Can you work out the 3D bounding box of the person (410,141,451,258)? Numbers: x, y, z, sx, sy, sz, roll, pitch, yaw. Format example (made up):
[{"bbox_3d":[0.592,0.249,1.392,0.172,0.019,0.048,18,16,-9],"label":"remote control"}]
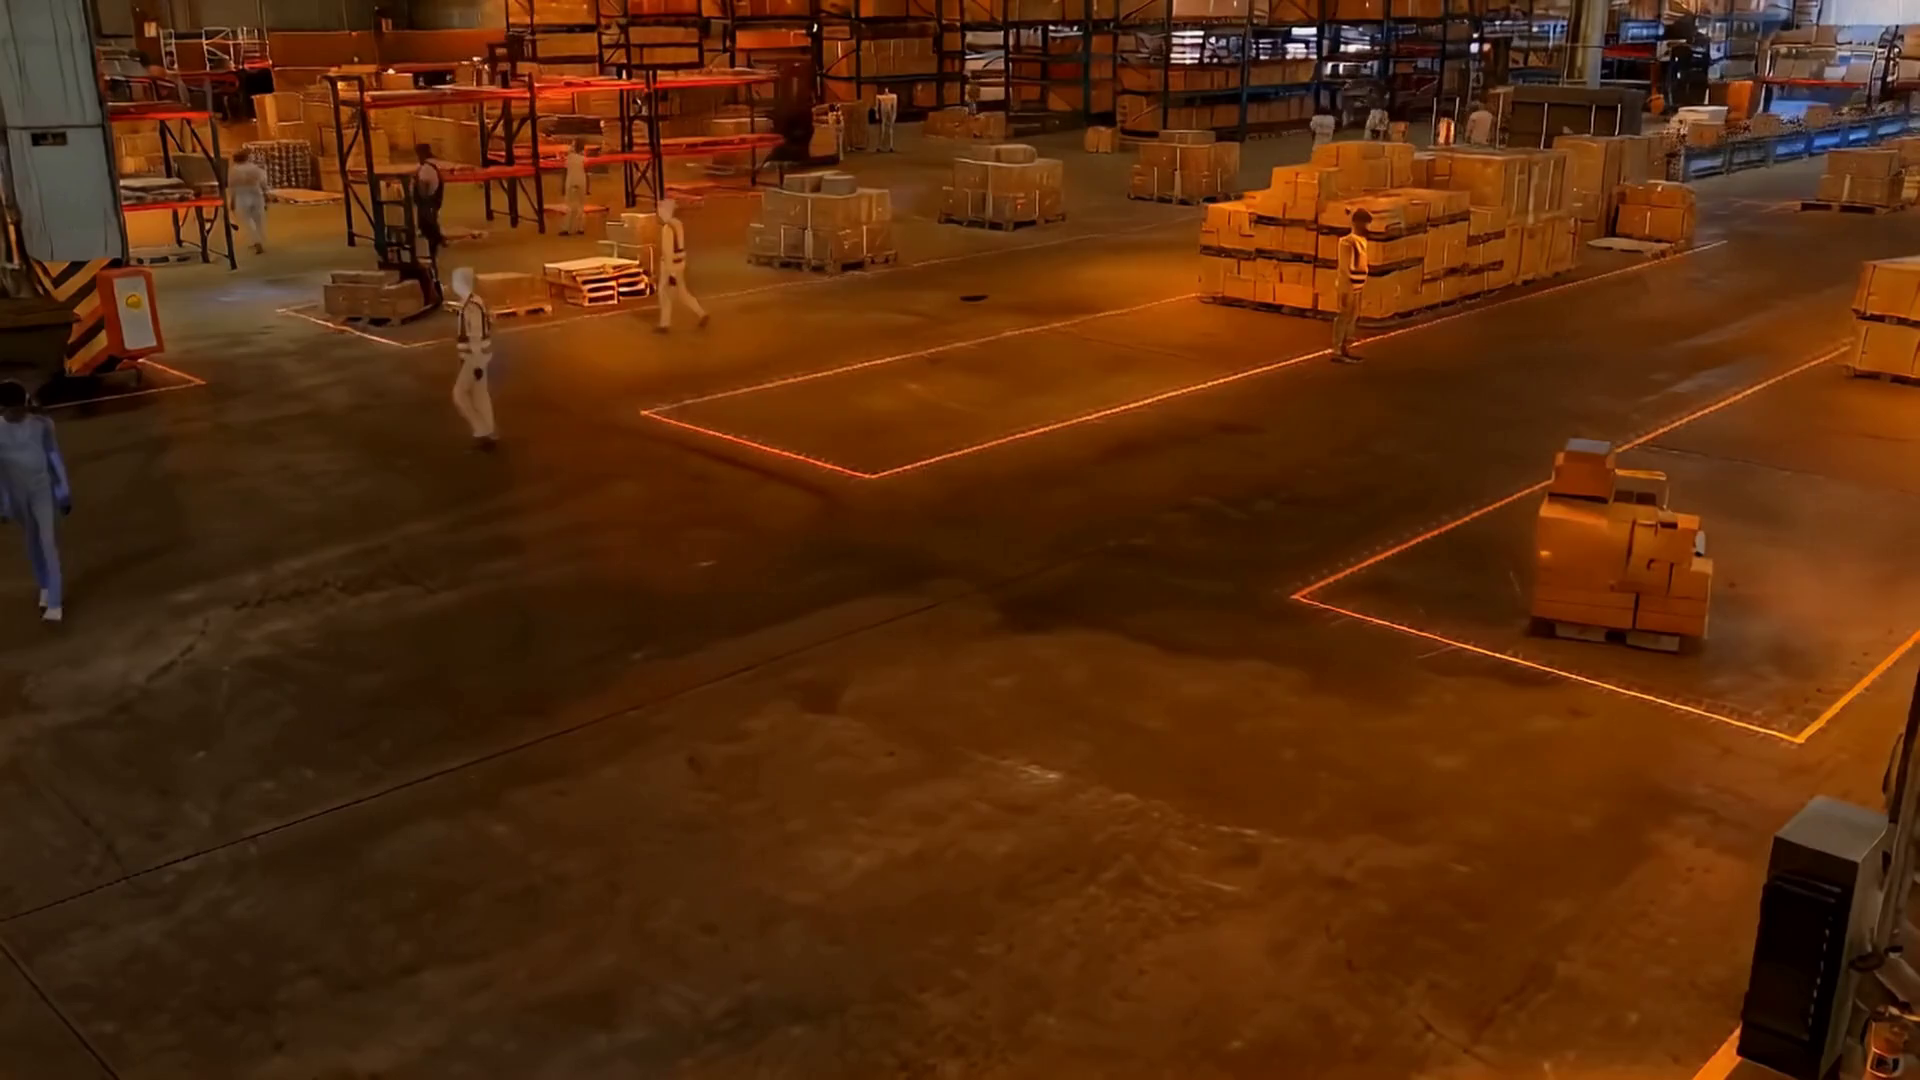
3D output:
[{"bbox_3d":[-9.237,-5.881,28.812,0.536,2.000,0.706,-2,18,-7],"label":"person"}]

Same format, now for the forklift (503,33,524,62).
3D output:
[{"bbox_3d":[-17.818,-18.864,66.617,1.129,2.768,1.873,17,25,41],"label":"forklift"}]

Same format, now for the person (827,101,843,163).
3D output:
[{"bbox_3d":[-3.370,-10.988,44.826,0.522,1.638,0.309,-15,24,-38],"label":"person"}]

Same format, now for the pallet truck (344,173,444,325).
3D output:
[{"bbox_3d":[-8.209,-4.181,23.757,0.823,1.965,1.885,3,19,9],"label":"pallet truck"}]

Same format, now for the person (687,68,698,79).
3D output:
[{"bbox_3d":[-10.246,-17.262,63.749,0.538,1.620,0.390,10,21,28],"label":"person"}]

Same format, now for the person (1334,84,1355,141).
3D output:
[{"bbox_3d":[11.947,-13.210,51.390,0.900,1.726,0.541,-9,21,-26],"label":"person"}]

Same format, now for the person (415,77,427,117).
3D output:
[{"bbox_3d":[-18.199,-14.842,56.360,0.511,1.679,0.542,10,21,27],"label":"person"}]

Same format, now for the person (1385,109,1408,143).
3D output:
[{"bbox_3d":[10.815,-9.842,41.323,0.538,1.677,0.686,6,19,17],"label":"person"}]

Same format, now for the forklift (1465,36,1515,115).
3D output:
[{"bbox_3d":[19.973,-17.201,61.605,1.873,2.768,1.129,16,24,40],"label":"forklift"}]

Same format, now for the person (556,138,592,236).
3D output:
[{"bbox_3d":[-7.363,-6.716,31.670,0.699,1.825,0.381,-6,19,-18],"label":"person"}]

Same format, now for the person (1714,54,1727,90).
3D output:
[{"bbox_3d":[33.890,-20.785,74.210,0.880,1.725,0.535,-14,23,-37],"label":"person"}]

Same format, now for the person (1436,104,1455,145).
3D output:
[{"bbox_3d":[11.543,-9.406,39.625,0.370,1.916,0.597,2,18,6],"label":"person"}]

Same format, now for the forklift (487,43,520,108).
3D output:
[{"bbox_3d":[-14.866,-14.828,54.456,1.873,2.768,1.129,17,25,41],"label":"forklift"}]

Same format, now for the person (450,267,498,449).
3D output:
[{"bbox_3d":[-4.989,-1.836,16.892,0.491,1.867,0.615,-5,19,-15],"label":"person"}]

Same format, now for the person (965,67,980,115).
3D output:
[{"bbox_3d":[0.413,-15.462,57.861,0.635,1.922,0.756,6,19,17],"label":"person"}]

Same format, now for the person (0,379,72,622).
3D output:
[{"bbox_3d":[-6.911,-0.286,12.306,0.520,1.816,0.954,-6,19,-17],"label":"person"}]

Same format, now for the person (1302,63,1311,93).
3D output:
[{"bbox_3d":[14.198,-18.700,68.069,0.276,1.633,0.507,16,24,39],"label":"person"}]

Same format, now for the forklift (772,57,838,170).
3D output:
[{"bbox_3d":[-4.225,-11.159,43.403,1.129,2.768,1.873,17,25,41],"label":"forklift"}]

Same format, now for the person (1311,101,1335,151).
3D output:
[{"bbox_3d":[8.768,-9.612,40.193,0.629,1.945,0.425,-4,19,-13],"label":"person"}]

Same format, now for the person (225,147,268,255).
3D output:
[{"bbox_3d":[-12.617,-5.996,29.427,0.617,1.870,0.990,-16,24,-40],"label":"person"}]

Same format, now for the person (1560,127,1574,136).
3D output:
[{"bbox_3d":[11.934,-7.189,32.942,0.575,1.915,0.734,-13,22,-34],"label":"person"}]

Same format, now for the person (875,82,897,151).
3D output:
[{"bbox_3d":[-2.136,-12.285,48.264,0.635,1.938,0.360,-2,18,-5],"label":"person"}]

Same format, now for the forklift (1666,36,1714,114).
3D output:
[{"bbox_3d":[27.341,-17.291,61.877,1.129,2.768,1.873,17,25,41],"label":"forklift"}]

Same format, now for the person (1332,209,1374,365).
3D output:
[{"bbox_3d":[4.927,-3.173,20.823,0.414,1.939,0.601,12,22,32],"label":"person"}]

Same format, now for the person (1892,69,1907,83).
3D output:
[{"bbox_3d":[33.299,-15.820,59.125,0.601,1.811,0.772,-4,19,-11],"label":"person"}]

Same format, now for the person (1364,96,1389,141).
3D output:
[{"bbox_3d":[10.428,-10.217,41.989,0.638,1.987,1.012,-6,19,-19],"label":"person"}]

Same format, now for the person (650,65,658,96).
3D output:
[{"bbox_3d":[-11.903,-17.520,64.416,0.316,1.696,0.542,17,25,41],"label":"person"}]

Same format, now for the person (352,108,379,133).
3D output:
[{"bbox_3d":[-15.314,-10.474,42.966,0.626,1.840,0.430,-3,19,-8],"label":"person"}]

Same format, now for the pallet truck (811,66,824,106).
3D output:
[{"bbox_3d":[-4.812,-15.182,56.903,0.823,1.965,1.885,-9,21,-26],"label":"pallet truck"}]

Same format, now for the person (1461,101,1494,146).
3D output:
[{"bbox_3d":[12.884,-9.997,41.490,0.657,1.854,0.981,-2,18,-7],"label":"person"}]

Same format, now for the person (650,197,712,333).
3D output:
[{"bbox_3d":[-3.837,-3.719,22.588,0.776,1.860,0.581,4,19,12],"label":"person"}]

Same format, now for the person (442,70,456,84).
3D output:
[{"bbox_3d":[-17.165,-14.804,55.876,0.406,1.923,0.582,11,21,30],"label":"person"}]
